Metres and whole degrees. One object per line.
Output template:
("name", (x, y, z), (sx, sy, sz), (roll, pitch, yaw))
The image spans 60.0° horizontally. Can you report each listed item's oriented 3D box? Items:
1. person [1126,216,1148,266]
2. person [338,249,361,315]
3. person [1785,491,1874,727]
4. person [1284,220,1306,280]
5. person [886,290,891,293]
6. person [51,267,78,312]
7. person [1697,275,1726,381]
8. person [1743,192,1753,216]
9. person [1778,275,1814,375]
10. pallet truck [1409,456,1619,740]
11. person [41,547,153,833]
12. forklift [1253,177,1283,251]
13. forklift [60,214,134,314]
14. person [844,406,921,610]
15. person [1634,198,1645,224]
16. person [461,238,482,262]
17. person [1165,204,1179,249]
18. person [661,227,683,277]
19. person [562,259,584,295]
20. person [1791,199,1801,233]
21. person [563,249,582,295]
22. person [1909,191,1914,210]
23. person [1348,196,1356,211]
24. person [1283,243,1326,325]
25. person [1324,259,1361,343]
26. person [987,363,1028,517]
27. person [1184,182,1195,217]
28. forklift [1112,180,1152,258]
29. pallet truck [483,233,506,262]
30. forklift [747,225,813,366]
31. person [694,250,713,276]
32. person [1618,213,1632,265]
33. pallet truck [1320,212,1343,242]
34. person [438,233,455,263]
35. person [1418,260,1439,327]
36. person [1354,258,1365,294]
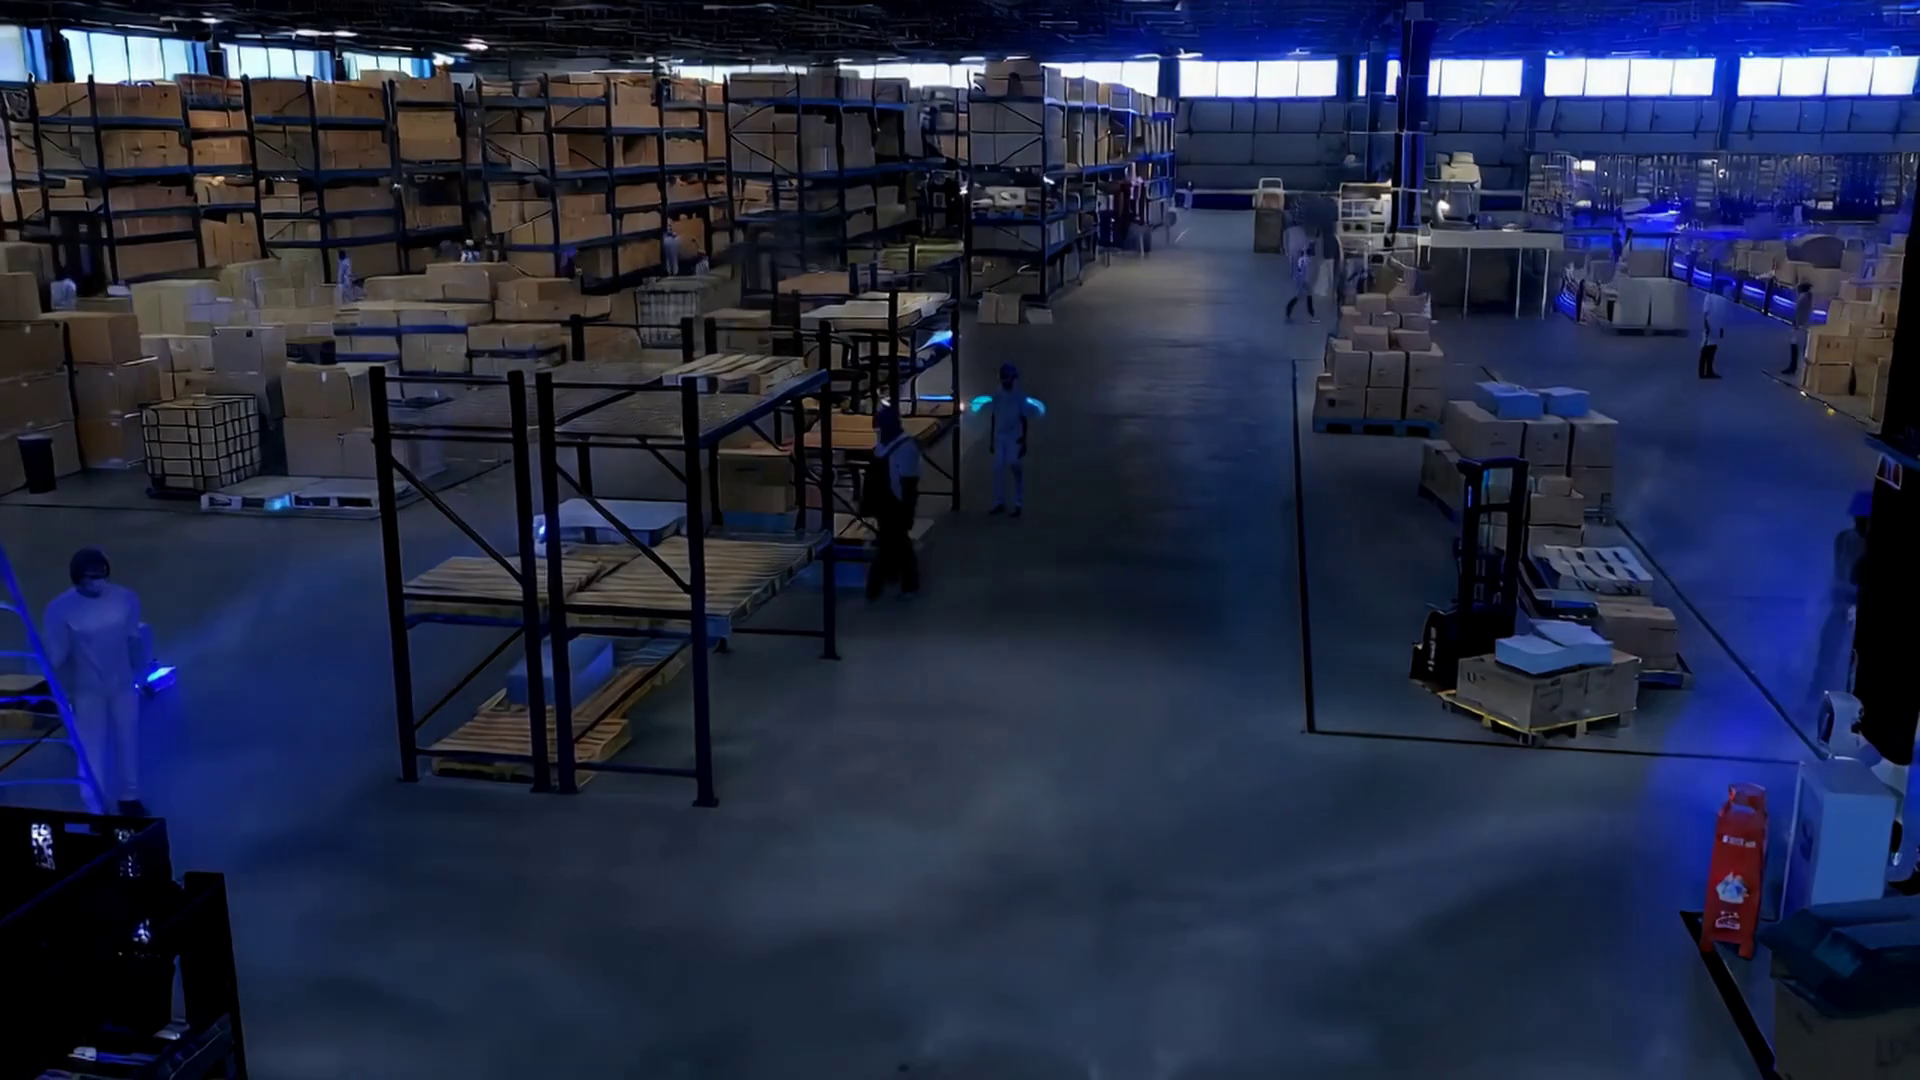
("person", (6.157, -10.385, 57.742), (0.509, 1.726, 0.877), (-11, 18, -37))
("person", (-15.547, -6.552, 42.277), (0.577, 1.684, 0.542), (1, 14, 4))
("person", (7.005, 0.553, 12.994), (0.988, 1.894, 0.629), (-6, 15, -22))
("person", (10.546, -9.134, 52.361), (0.649, 1.873, 0.897), (3, 14, 12))
("person", (-1.838, -6.550, 42.397), (0.751, 1.602, 0.524), (2, 14, 7))
("person", (-18.692, -4.773, 34.728), (0.623, 1.841, 0.430), (5, 15, 21))
("person", (14.182, -3.997, 31.310), (0.602, 1.967, 0.368), (-10, 17, -36))
("person", (37.240, -15.753, 78.990), (0.640, 1.992, 1.004), (1, 14, 4))
("person", (16.201, -4.103, 31.861), (0.715, 1.922, 0.548), (5, 15, 19))
("pallet truck", (4.504, 0.400, 13.395), (0.823, 1.965, 1.885), (-6, 15, -23))
("person", (-5.747, 0.987, 11.140), (0.362, 1.938, 0.634), (9, 17, 34))
("forklift", (12.083, -12.747, 64.956), (1.129, 2.768, 1.873), (3, 14, 10))
("forklift", (-18.899, -5.642, 36.109), (1.873, 2.768, 1.129), (3, 14, 10))
("person", (-0.794, -0.349, 16.349), (0.978, 2.000, 0.694), (-6, 15, -24))
("person", (29.281, -13.855, 71.728), (0.974, 1.780, 0.611), (3, 14, 12))
("person", (-12.664, -6.870, 43.082), (0.549, 1.919, 0.689), (-12, 18, -39))
("person", (8.423, -12.453, 66.116), (0.547, 1.731, 0.804), (1, 14, 3))
("person", (-8.365, -8.183, 48.471), (0.625, 1.904, 0.994), (-2, 14, -7))
("person", (-9.346, -6.018, 40.213), (0.527, 1.630, 0.314), (-1, 14, -3))
("person", (35.352, -13.522, 70.415), (0.327, 1.760, 0.523), (0, 14, -1))
("person", (-8.957, -5.770, 38.575), (1.037, 1.933, 0.645), (-6, 15, -24))
("person", (44.869, -15.563, 78.232), (0.610, 1.980, 0.629), (3, 14, 10))
("person", (19.562, -16.528, 82.901), (0.527, 1.626, 0.328), (2, 14, 7))
("person", (8.348, -6.199, 40.242), (1.073, 1.966, 0.707), (11, 17, 37))
("person", (8.524, -5.205, 36.425), (0.993, 1.863, 0.609), (-4, 15, -17))
("person", (0.574, -1.214, 20.201), (0.531, 1.875, 0.316), (8, 16, 30))
("person", (12.435, -18.452, 90.205), (0.597, 1.888, 0.981), (-1, 14, -3))
("forklift", (6.082, -11.722, 60.796), (1.873, 2.768, 1.129), (2, 14, 9))
("pallet truck", (-11.832, -7.026, 43.548), (1.885, 1.965, 0.823), (8, 16, 28))
("forklift", (-3.611, -4.711, 32.331), (1.129, 2.768, 1.873), (3, 14, 10))
("person", (-5.850, -5.752, 38.536), (0.655, 1.913, 0.649), (2, 14, 9))
("person", (23.215, -10.508, 58.054), (0.403, 1.820, 0.603), (10, 17, 34))
("pallet truck", (15.874, -13.227, 70.310), (0.680, 1.201, 1.601), (10, 17, 35))
("person", (-14.367, -7.677, 46.543), (0.429, 1.832, 0.638), (2, 14, 9))
("person", (11.113, -5.936, 39.944), (0.832, 1.598, 0.511), (12, 18, 40))
("person", (9.365, -5.878, 39.560), (0.533, 1.662, 0.850), (-5, 15, -21))
